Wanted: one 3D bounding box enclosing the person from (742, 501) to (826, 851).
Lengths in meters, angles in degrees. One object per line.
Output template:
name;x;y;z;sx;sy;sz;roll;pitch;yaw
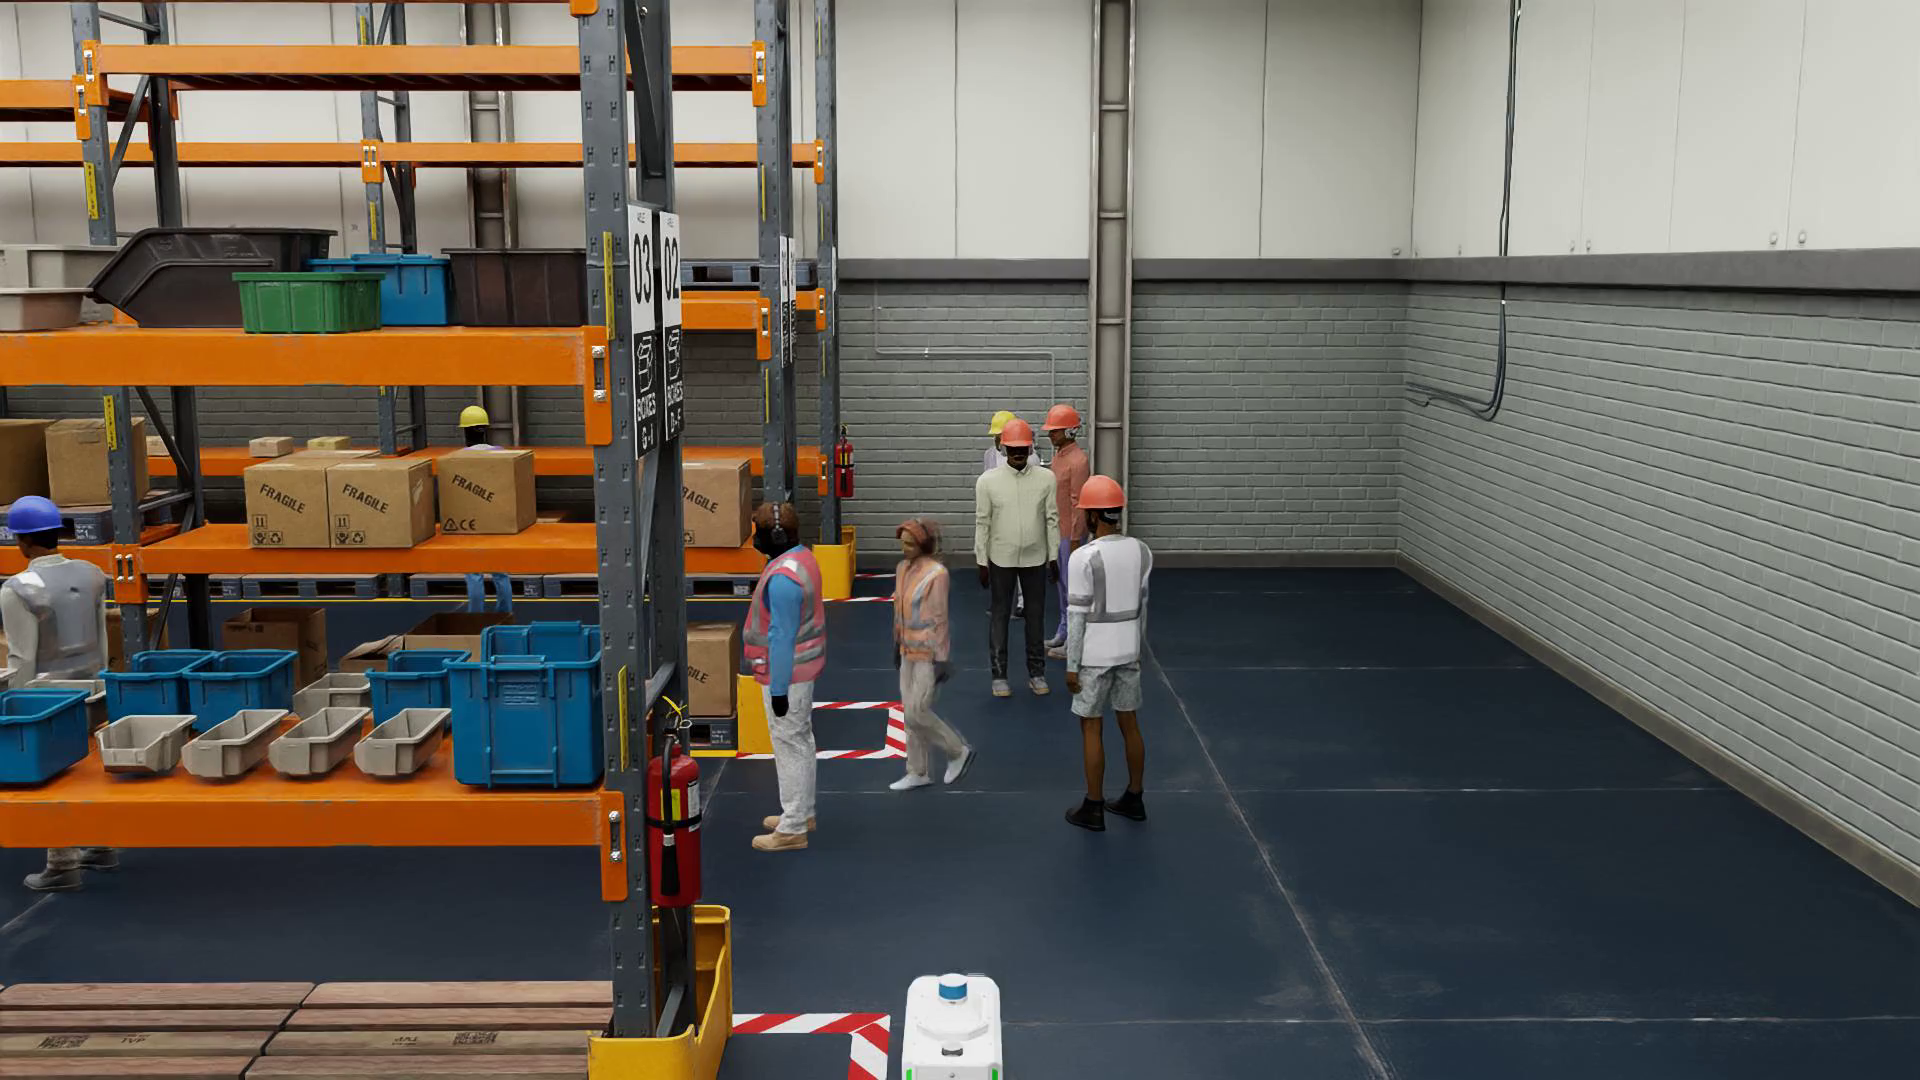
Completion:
person;-0.925;0.705;8.747;0.428;1.836;0.627;1;9;4

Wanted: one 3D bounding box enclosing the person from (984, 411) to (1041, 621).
person;0.419;-0.218;14.464;0.596;1.817;0.403;7;12;38

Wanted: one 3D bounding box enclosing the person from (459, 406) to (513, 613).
person;-3.937;-0.142;13.668;0.388;1.918;0.585;9;13;43

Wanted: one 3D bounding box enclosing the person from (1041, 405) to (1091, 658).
person;0.823;-0.071;13.036;0.406;1.986;0.613;-2;10;-13

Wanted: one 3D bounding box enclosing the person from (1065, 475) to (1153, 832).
person;0.780;0.608;9.054;0.545;1.927;0.391;-6;11;-34

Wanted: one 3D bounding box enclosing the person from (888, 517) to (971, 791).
person;-0.211;0.665;9.610;0.402;1.623;0.547;-5;11;-28

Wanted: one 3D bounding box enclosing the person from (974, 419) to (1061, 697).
person;0.413;0.127;11.815;0.619;1.991;0.390;-2;9;-12

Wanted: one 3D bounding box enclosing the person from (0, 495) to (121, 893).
person;-4.422;0.746;8.138;0.405;1.943;0.614;2;10;13

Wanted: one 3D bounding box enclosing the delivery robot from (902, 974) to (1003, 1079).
delivery robot;-0.025;1.768;5.839;0.477;0.478;0.707;0;9;0
